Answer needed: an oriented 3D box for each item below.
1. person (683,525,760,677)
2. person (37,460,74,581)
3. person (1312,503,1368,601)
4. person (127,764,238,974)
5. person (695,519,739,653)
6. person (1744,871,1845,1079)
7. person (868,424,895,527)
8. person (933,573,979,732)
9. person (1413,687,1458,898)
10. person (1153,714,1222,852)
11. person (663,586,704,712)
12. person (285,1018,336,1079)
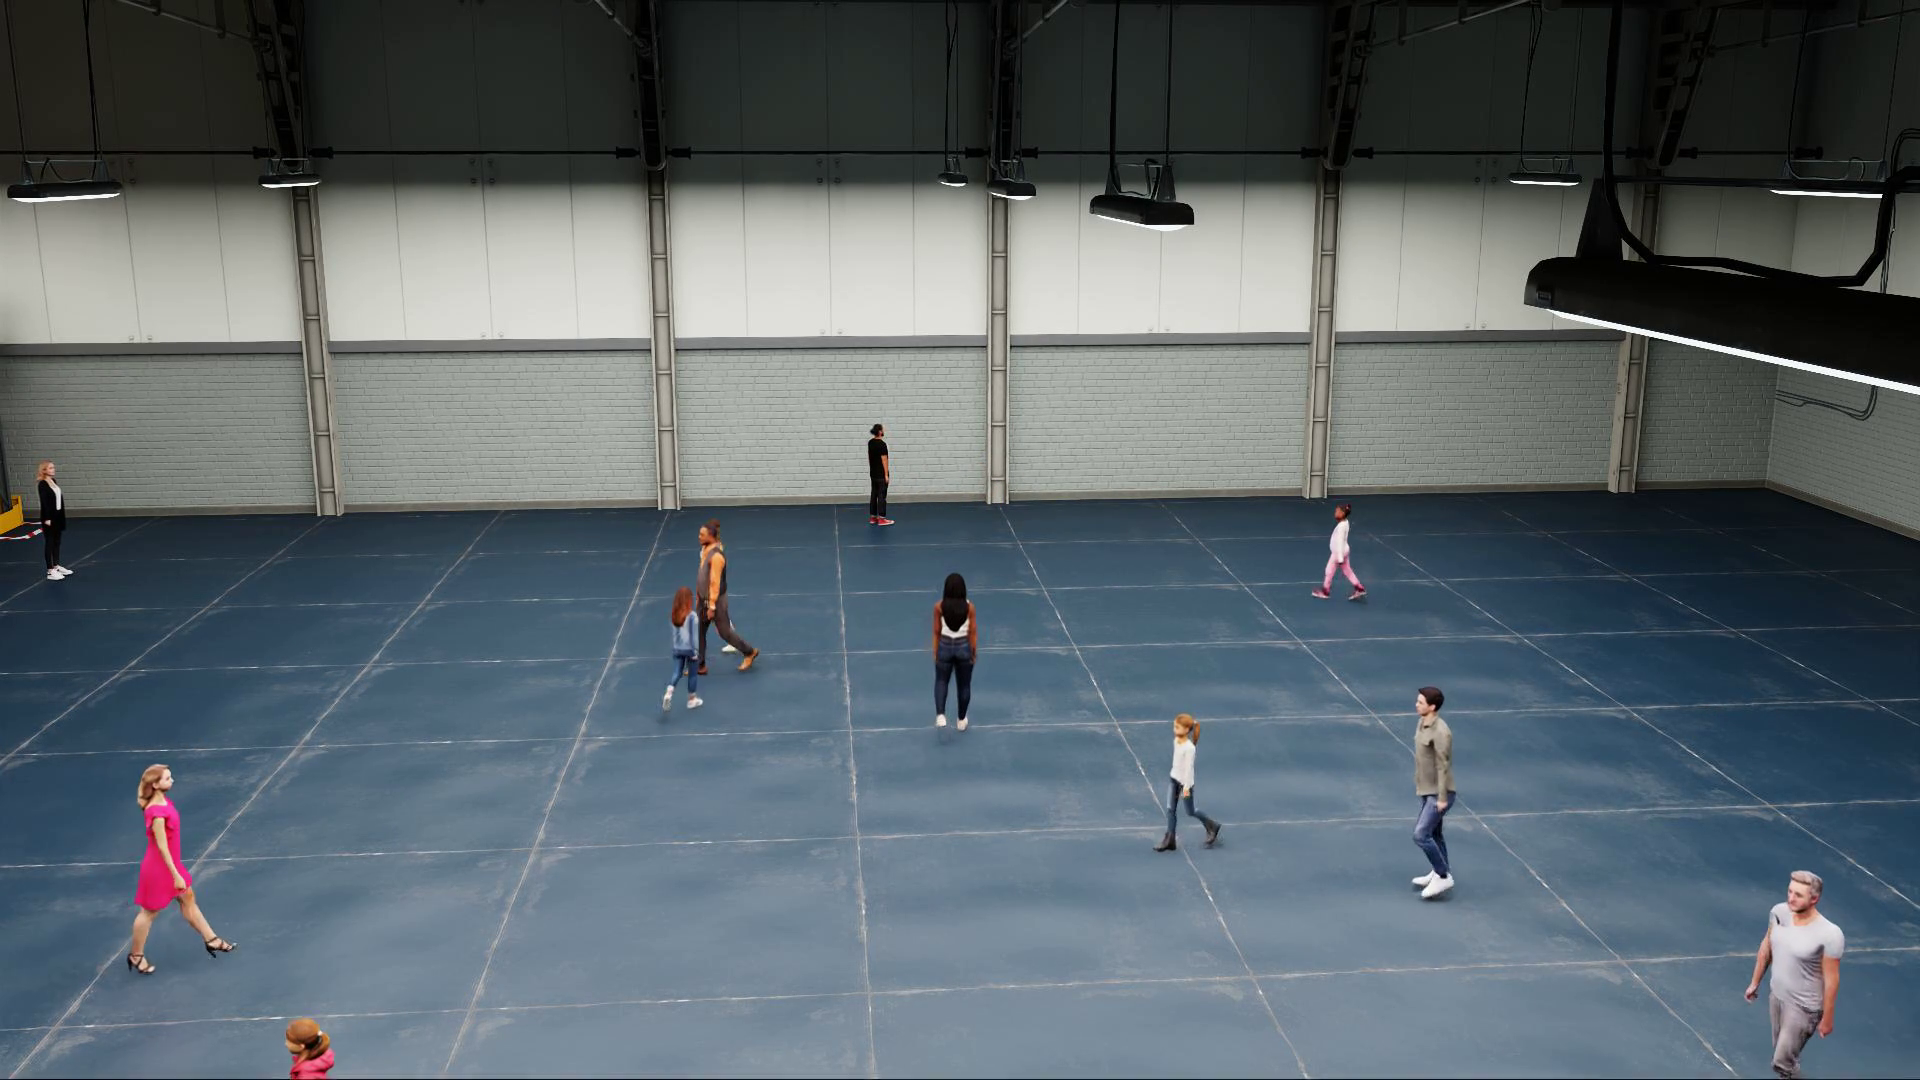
[{"bbox_3d":[-2.916,0.752,20.335,1.315,1.881,1.026,-7,15,-29],"label":"person"},{"bbox_3d":[-13.719,-0.315,25.122,0.511,1.801,0.604,-1,13,-3],"label":"person"},{"bbox_3d":[5.528,0.179,23.827,1.072,1.422,0.873,6,14,24],"label":"person"},{"bbox_3d":[-6.291,2.573,12.893,1.053,1.691,0.690,-3,13,-15],"label":"person"},{"bbox_3d":[-3.073,0.610,21.251,1.034,1.744,0.916,-8,15,-30],"label":"person"},{"bbox_3d":[5.519,2.986,10.837,0.690,1.813,0.751,-3,13,-14],"label":"person"},{"bbox_3d":[-1.406,-1.144,28.798,0.763,1.758,0.731,-11,17,-39],"label":"person"},{"bbox_3d":[-0.061,1.256,18.325,0.737,1.806,0.788,2,13,9],"label":"person"},{"bbox_3d":[4.139,2.163,14.322,0.620,1.844,0.693,-1,13,-4],"label":"person"},{"bbox_3d":[2.110,2.231,15.248,0.945,1.295,0.642,-5,14,-21],"label":"person"},{"bbox_3d":[-3.194,1.271,19.025,0.887,1.462,0.883,7,15,27],"label":"person"},{"bbox_3d":[-3.794,3.457,9.940,0.827,1.301,0.566,-3,13,-12],"label":"person"}]
